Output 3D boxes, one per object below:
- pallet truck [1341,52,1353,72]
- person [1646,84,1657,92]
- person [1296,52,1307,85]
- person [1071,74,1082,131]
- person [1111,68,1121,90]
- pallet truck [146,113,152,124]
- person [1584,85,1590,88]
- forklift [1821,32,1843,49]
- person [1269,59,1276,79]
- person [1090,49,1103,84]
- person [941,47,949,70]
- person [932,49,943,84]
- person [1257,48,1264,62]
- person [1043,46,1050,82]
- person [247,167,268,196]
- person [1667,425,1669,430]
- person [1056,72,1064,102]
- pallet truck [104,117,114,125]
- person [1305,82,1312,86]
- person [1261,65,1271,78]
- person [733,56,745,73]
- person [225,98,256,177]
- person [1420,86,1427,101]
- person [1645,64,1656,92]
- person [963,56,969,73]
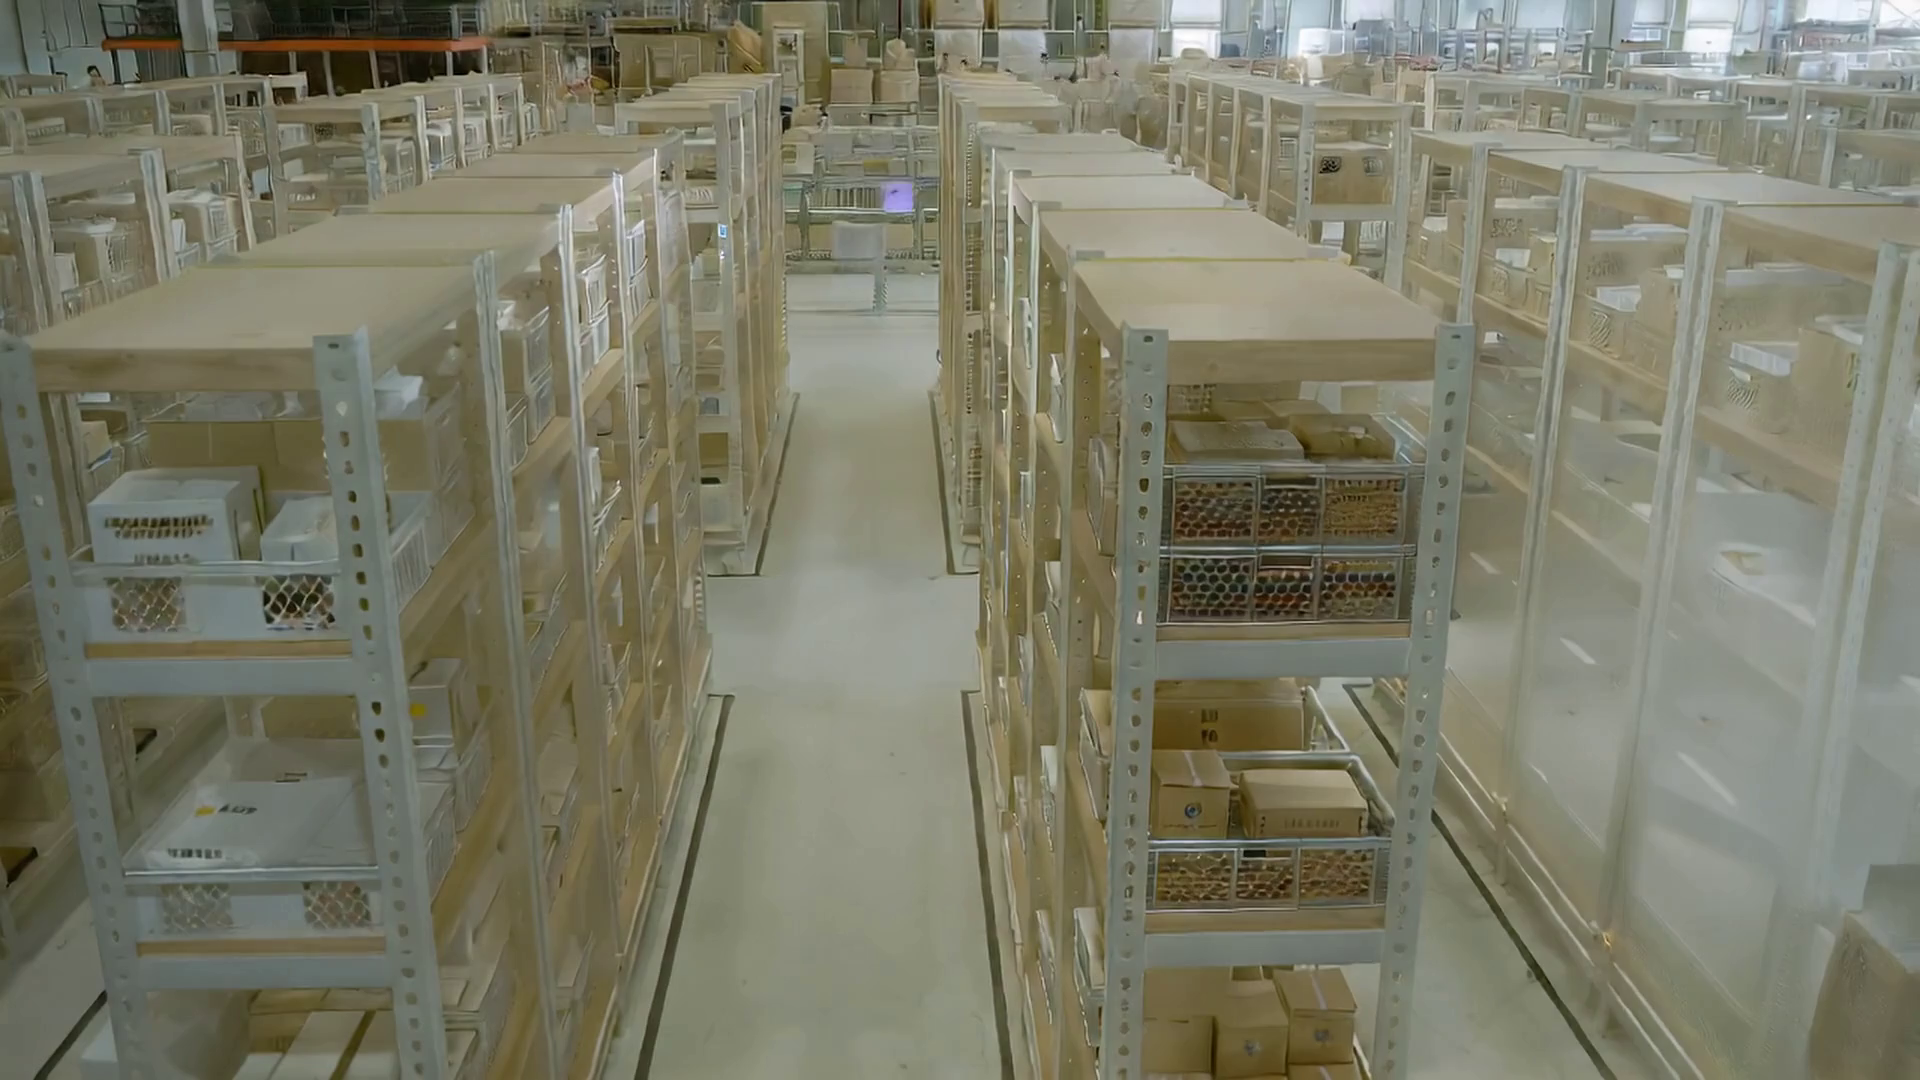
[{"bbox_3d":[18.794,-23.123,82.231,0.823,1.965,1.885,-13,22,-35],"label":"pallet truck"},{"bbox_3d":[26.184,-16.892,63.153,0.936,1.865,0.608,-9,20,-25],"label":"person"},{"bbox_3d":[17.076,-23.380,83.118,0.358,1.938,0.636,-17,24,-42],"label":"person"},{"bbox_3d":[4.013,-15.192,57.740,0.367,1.966,0.606,-8,20,-24],"label":"person"},{"bbox_3d":[6.072,-17.434,64.830,1.022,1.864,0.569,12,21,32],"label":"person"},{"bbox_3d":[-18.087,-8.309,36.390,1.885,1.965,0.823,-1,18,-4],"label":"pallet truck"},{"bbox_3d":[21.183,-14.588,55.752,0.581,2.000,0.696,-15,23,-38],"label":"person"},{"bbox_3d":[46.003,-25.465,88.067,1.129,2.768,1.873,-1,18,-2],"label":"forklift"},{"bbox_3d":[15.108,-22.397,80.482,0.534,1.693,0.321,-16,24,-40],"label":"person"},{"bbox_3d":[7.573,-26.140,91.757,0.974,1.871,0.613,14,23,38],"label":"person"},{"bbox_3d":[-0.935,-26.474,92.703,0.613,1.926,0.645,14,22,36],"label":"person"},{"bbox_3d":[-1.237,-25.982,91.331,0.627,1.844,0.429,-8,19,-23],"label":"person"},{"bbox_3d":[16.298,-25.722,90.371,0.375,1.935,0.551,0,18,0],"label":"person"},{"bbox_3d":[4.867,-26.661,93.214,0.525,1.970,0.621,2,18,7],"label":"person"},{"bbox_3d":[-16.247,-8.777,38.085,0.667,1.849,0.887,-10,20,-28],"label":"person"},{"bbox_3d":[6.391,-1.186,14.493,0.607,1.914,0.952,-1,18,-4],"label":"person"},{"bbox_3d":[3.673,-16.494,61.938,0.383,1.855,0.555,5,19,16],"label":"person"},{"bbox_3d":[-18.367,-7.885,35.078,1.885,1.965,0.823,1,18,2],"label":"pallet truck"},{"bbox_3d":[11.902,-14.861,57.154,0.320,1.692,0.534,6,19,19],"label":"person"},{"bbox_3d":[12.542,-18.550,68.292,0.688,1.862,0.707,-5,19,-16],"label":"person"},{"bbox_3d":[-10.611,-22.287,79.842,0.595,1.881,0.466,-1,18,-4],"label":"person"},{"bbox_3d":[-18.261,-10.165,42.107,0.677,2.024,0.606,-6,19,-19],"label":"person"},{"bbox_3d":[16.405,-15.329,58.268,0.589,1.898,0.513,12,22,34],"label":"person"},{"bbox_3d":[30.786,-20.417,74.060,0.574,1.876,0.355,-7,19,-20],"label":"person"},{"bbox_3d":[0.312,-23.697,84.473,0.441,1.698,0.538,9,20,26],"label":"person"}]
